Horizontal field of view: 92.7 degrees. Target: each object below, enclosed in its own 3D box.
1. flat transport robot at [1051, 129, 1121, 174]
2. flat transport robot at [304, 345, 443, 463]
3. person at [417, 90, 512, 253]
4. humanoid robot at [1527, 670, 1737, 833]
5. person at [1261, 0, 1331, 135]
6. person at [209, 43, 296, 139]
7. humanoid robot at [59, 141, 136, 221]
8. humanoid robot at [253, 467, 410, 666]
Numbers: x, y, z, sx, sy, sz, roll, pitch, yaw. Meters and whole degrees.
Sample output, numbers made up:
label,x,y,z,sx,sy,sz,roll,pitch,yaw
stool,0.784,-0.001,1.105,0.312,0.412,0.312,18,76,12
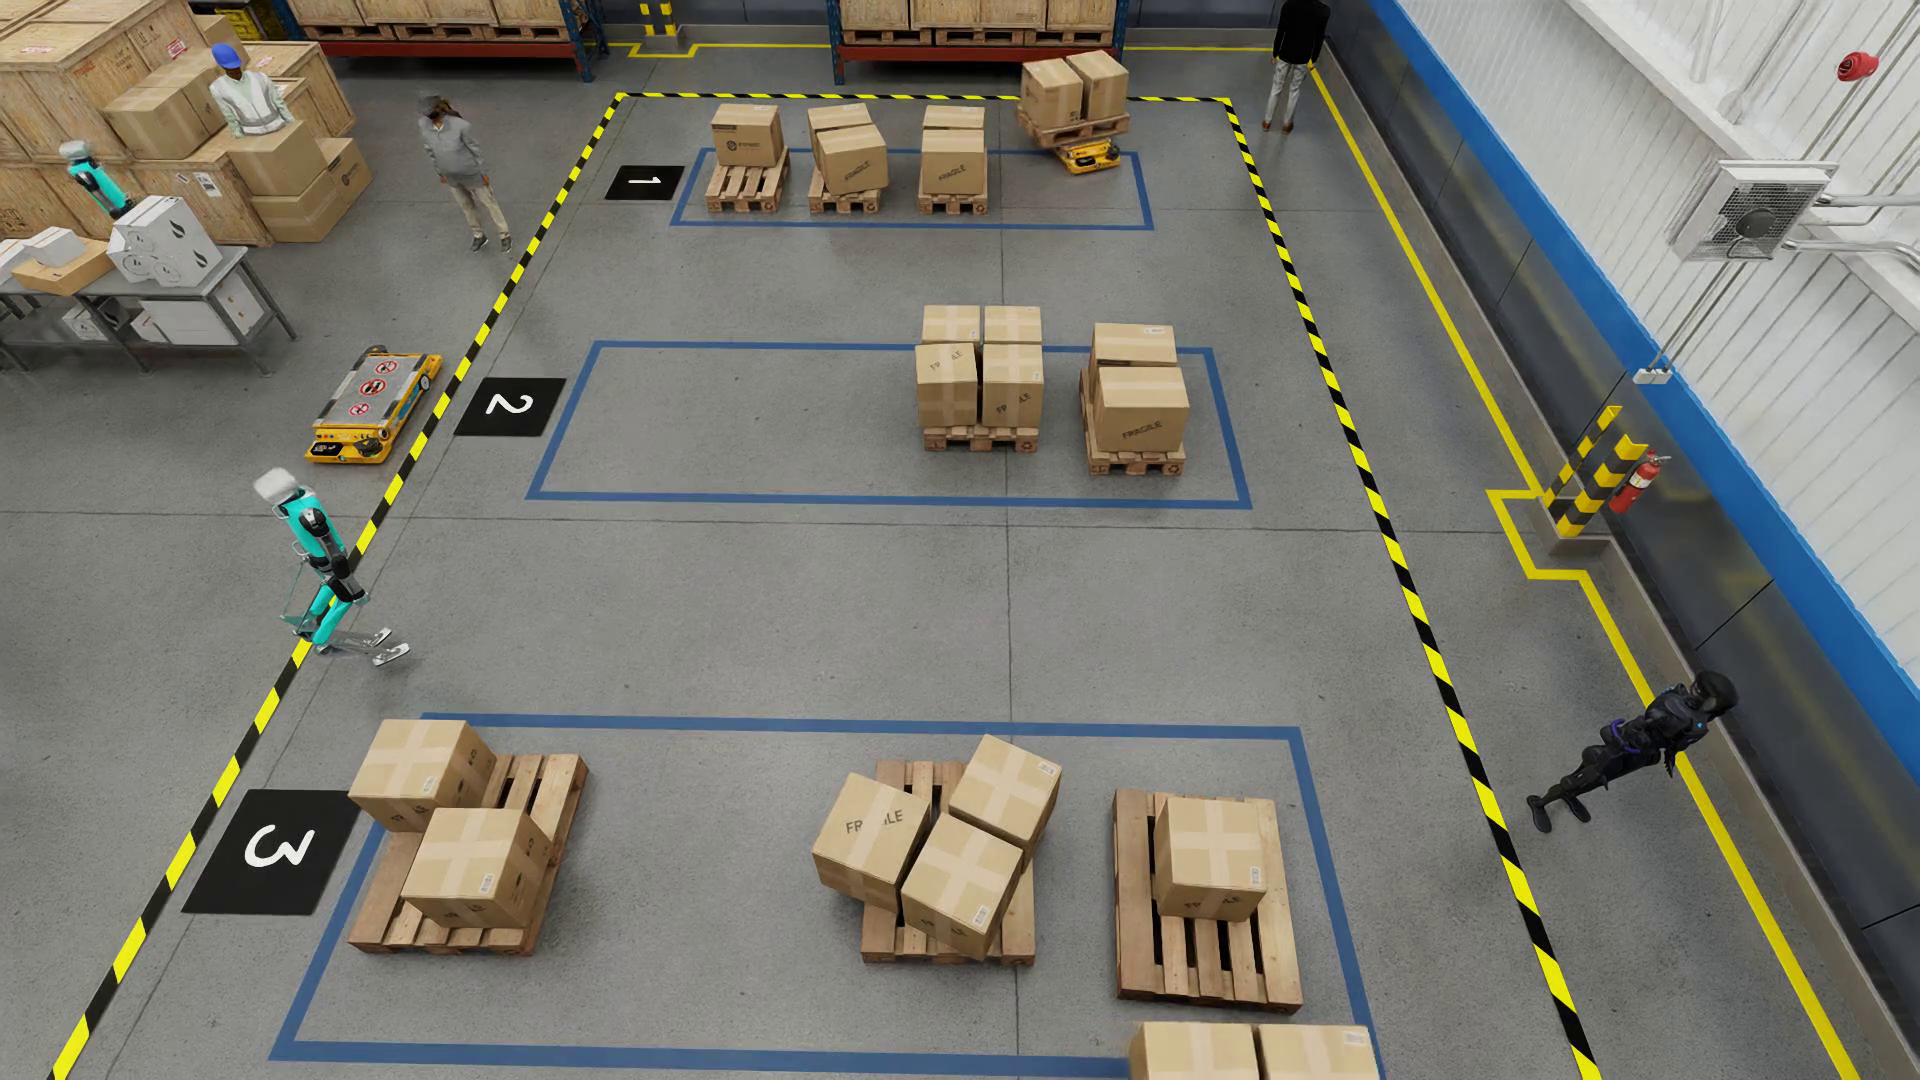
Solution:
label,x,y,z,sx,sy,sz,roll,pitch,yaw
flat transport robot,1.437,-5.156,11.712,0.652,0.197,1.431,-17,52,-14
flat transport robot,-5.383,-1.269,8.441,0.659,0.231,1.431,1,50,1
person,-5.233,-3.866,9.658,0.568,1.761,0.408,3,50,2
humanoid robot,3.949,1.252,5.377,0.599,1.655,0.315,-8,50,-7
person,4.170,-6.032,11.414,0.586,1.884,0.362,17,52,14
person,-7.523,-4.401,10.000,0.602,1.939,0.411,-34,58,-25
humanoid robot,-7.903,-3.089,9.008,0.977,1.732,0.549,-27,55,-21
humanoid robot,-4.299,0.302,6.059,0.533,1.681,0.735,34,58,25
